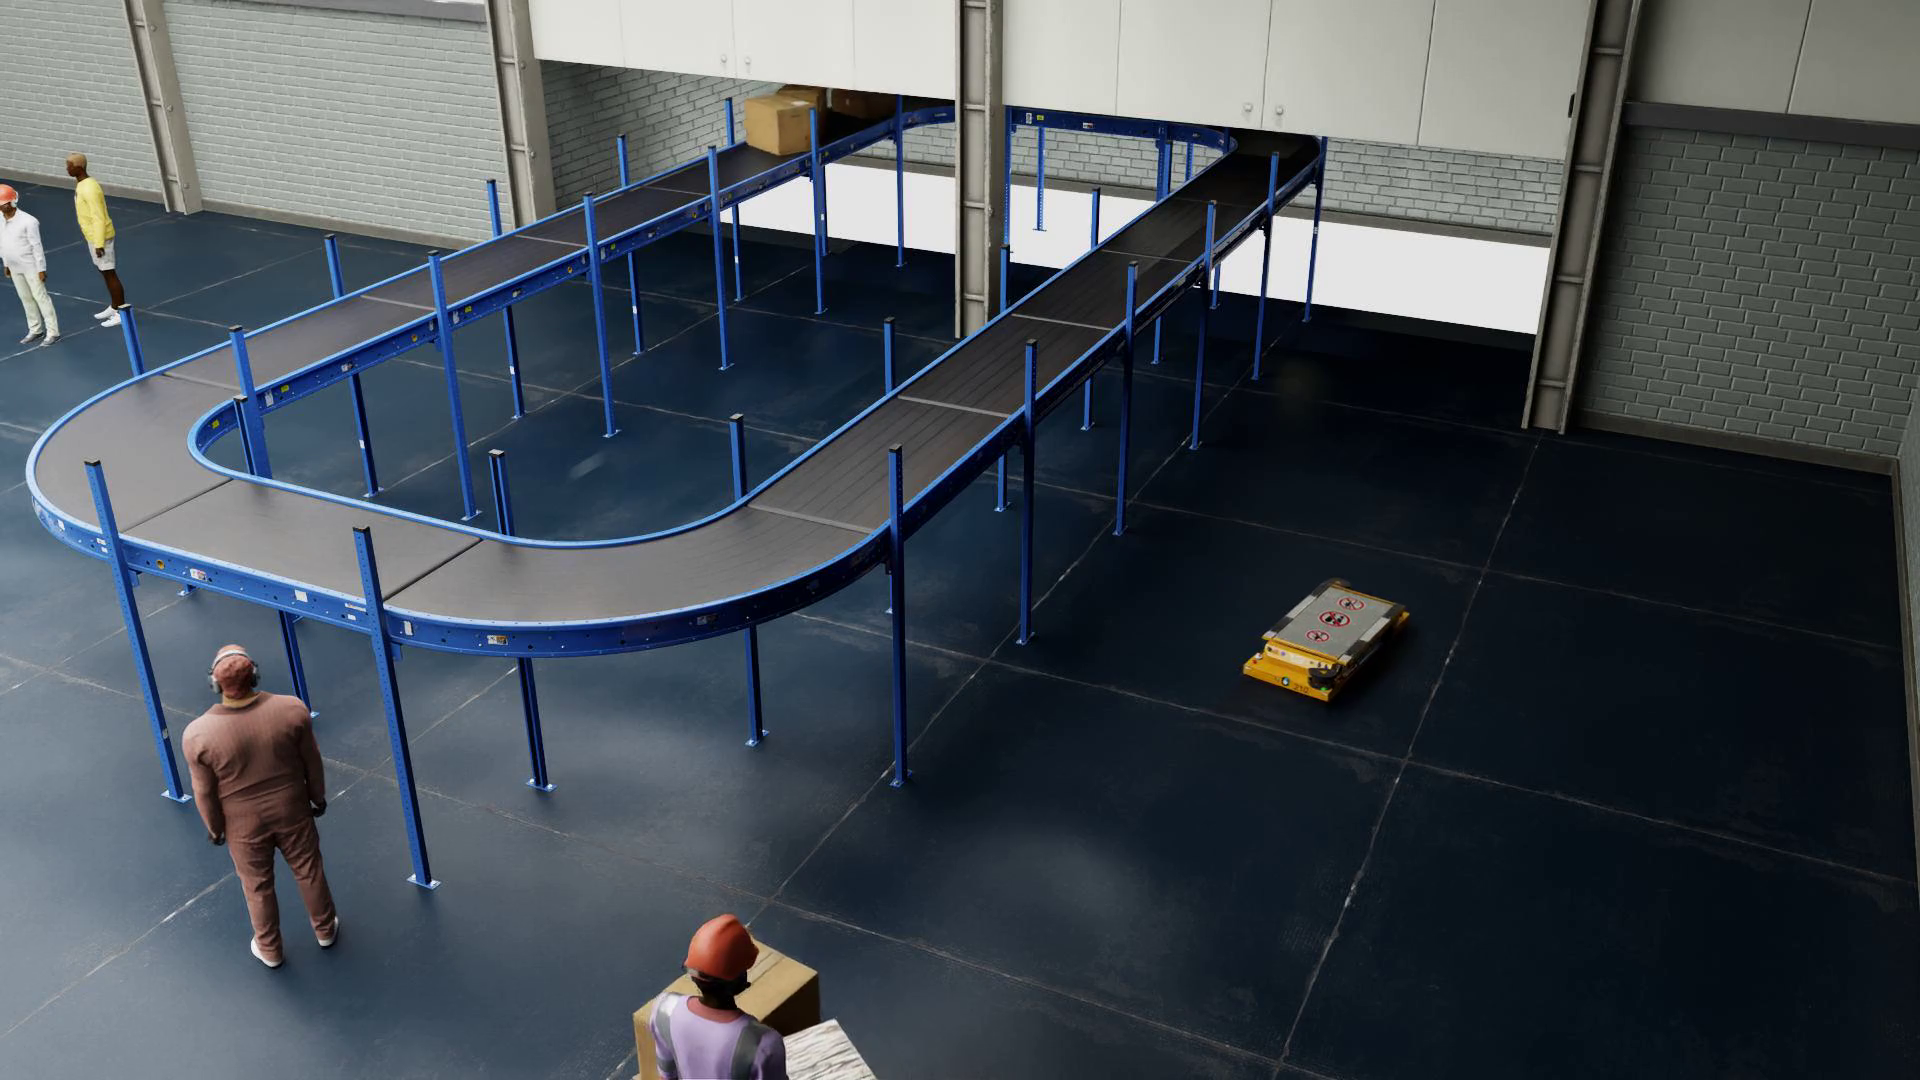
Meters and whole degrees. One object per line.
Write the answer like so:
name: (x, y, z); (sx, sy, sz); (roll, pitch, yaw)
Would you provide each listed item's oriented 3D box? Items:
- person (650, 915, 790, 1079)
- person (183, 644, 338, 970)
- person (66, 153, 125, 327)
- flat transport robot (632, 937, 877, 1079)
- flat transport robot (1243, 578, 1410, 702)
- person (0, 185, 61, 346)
person: (-0.909, 2.370, 6.712); (0.606, 2.041, 0.374); (11, 29, 22)
person: (-3.679, 1.407, 8.801); (0.642, 1.907, 0.412); (-16, 31, -29)
person: (-9.510, -3.317, 18.328); (0.372, 1.898, 0.554); (-17, 31, -30)
flat transport robot: (-0.924, 2.897, 7.639); (1.431, 0.231, 0.659); (-20, 33, -35)
flat transport robot: (2.679, 0.705, 12.056); (0.659, 0.231, 1.431); (18, 32, 32)
person: (-9.987, -2.929, 17.718); (0.561, 1.743, 0.347); (9, 28, 17)
